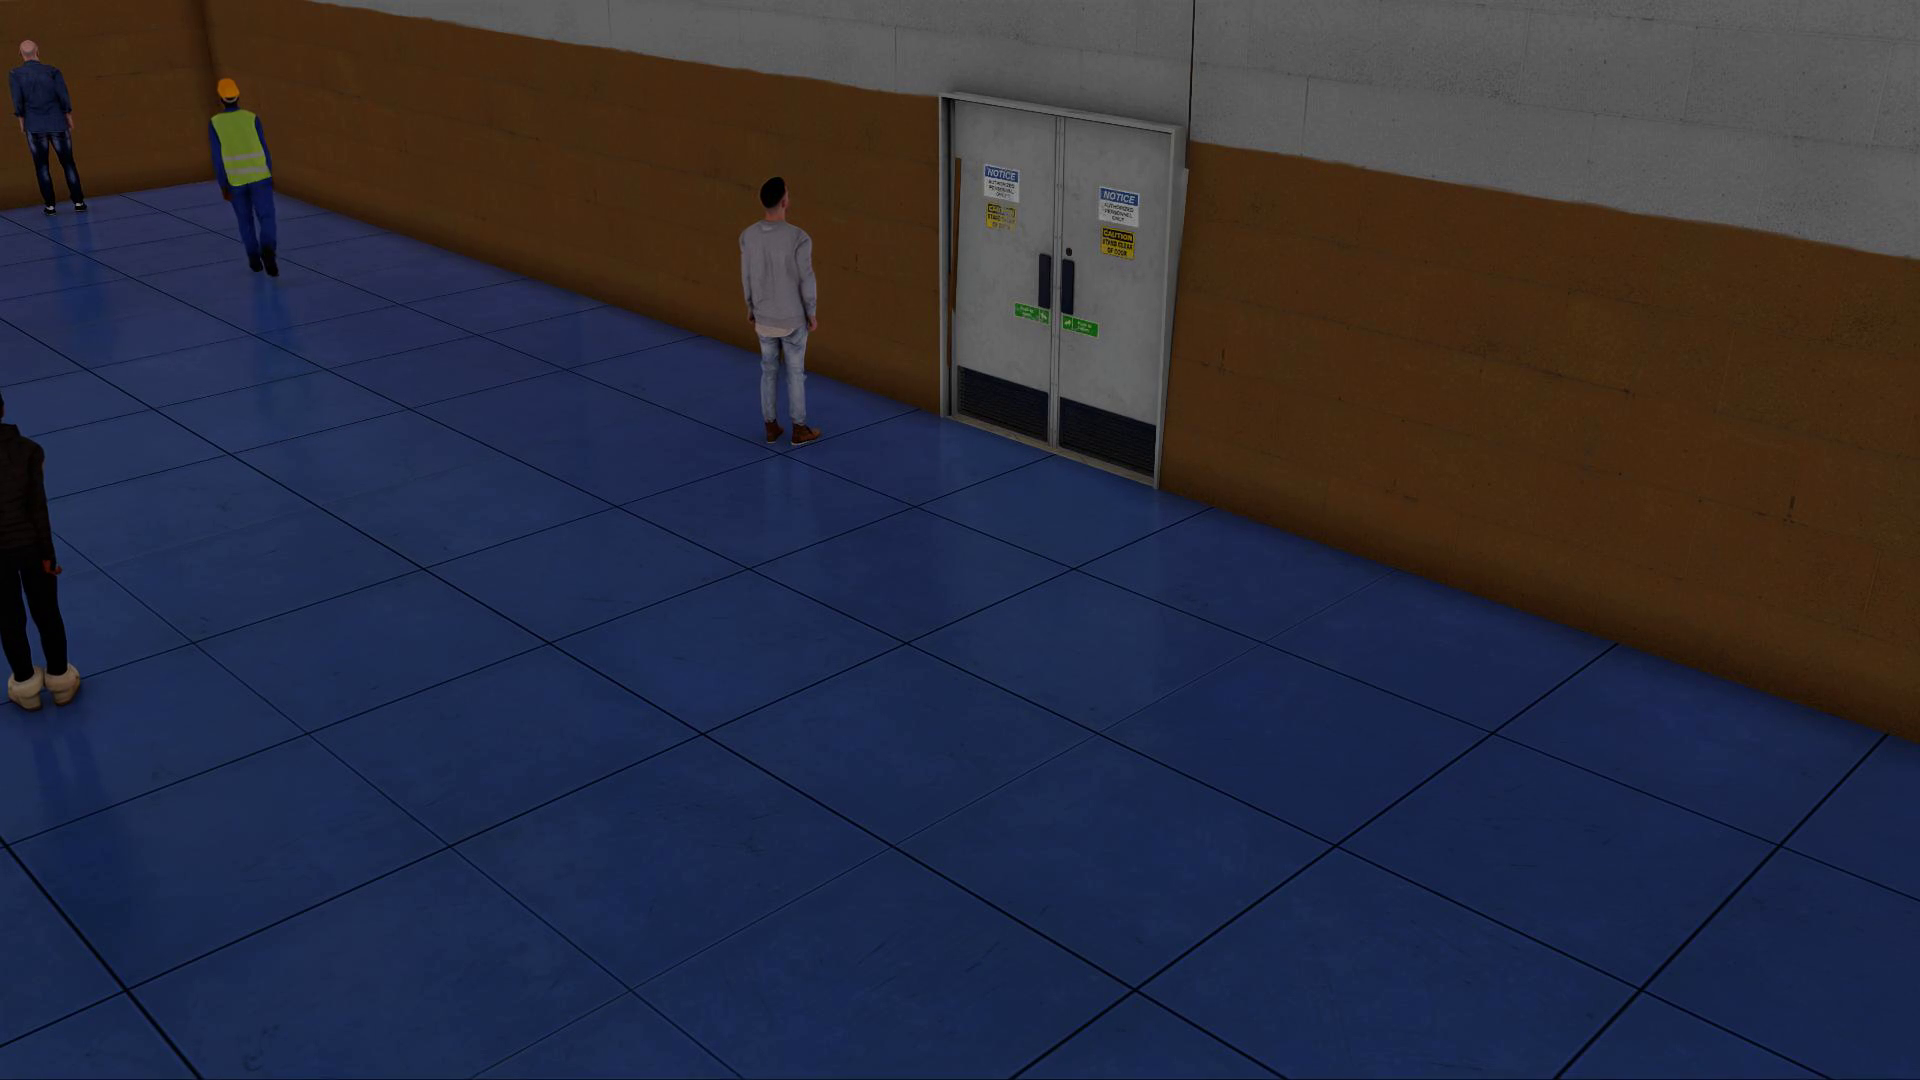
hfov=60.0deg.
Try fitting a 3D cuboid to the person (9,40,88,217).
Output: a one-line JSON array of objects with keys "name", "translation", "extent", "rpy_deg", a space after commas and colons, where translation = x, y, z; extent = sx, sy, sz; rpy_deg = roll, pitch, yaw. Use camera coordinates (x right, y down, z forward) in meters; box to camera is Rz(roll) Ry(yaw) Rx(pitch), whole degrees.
[{"name": "person", "translation": [-9.812, -4.427, 17.867], "extent": [0.619, 1.825, 0.837], "rpy_deg": [-13, 27, -27]}]

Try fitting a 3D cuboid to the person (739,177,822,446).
[{"name": "person", "translation": [-1.211, -1.543, 11.258], "extent": [0.767, 1.840, 0.740], "rpy_deg": [8, 25, 17]}]

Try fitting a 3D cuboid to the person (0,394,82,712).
[{"name": "person", "translation": [-4.458, 0.052, 7.840], "extent": [0.670, 1.659, 0.607], "rpy_deg": [9, 25, 19]}]

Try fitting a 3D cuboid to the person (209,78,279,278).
[{"name": "person", "translation": [-6.580, -3.320, 15.380], "extent": [1.073, 1.792, 0.967], "rpy_deg": [-10, 26, -22]}]
